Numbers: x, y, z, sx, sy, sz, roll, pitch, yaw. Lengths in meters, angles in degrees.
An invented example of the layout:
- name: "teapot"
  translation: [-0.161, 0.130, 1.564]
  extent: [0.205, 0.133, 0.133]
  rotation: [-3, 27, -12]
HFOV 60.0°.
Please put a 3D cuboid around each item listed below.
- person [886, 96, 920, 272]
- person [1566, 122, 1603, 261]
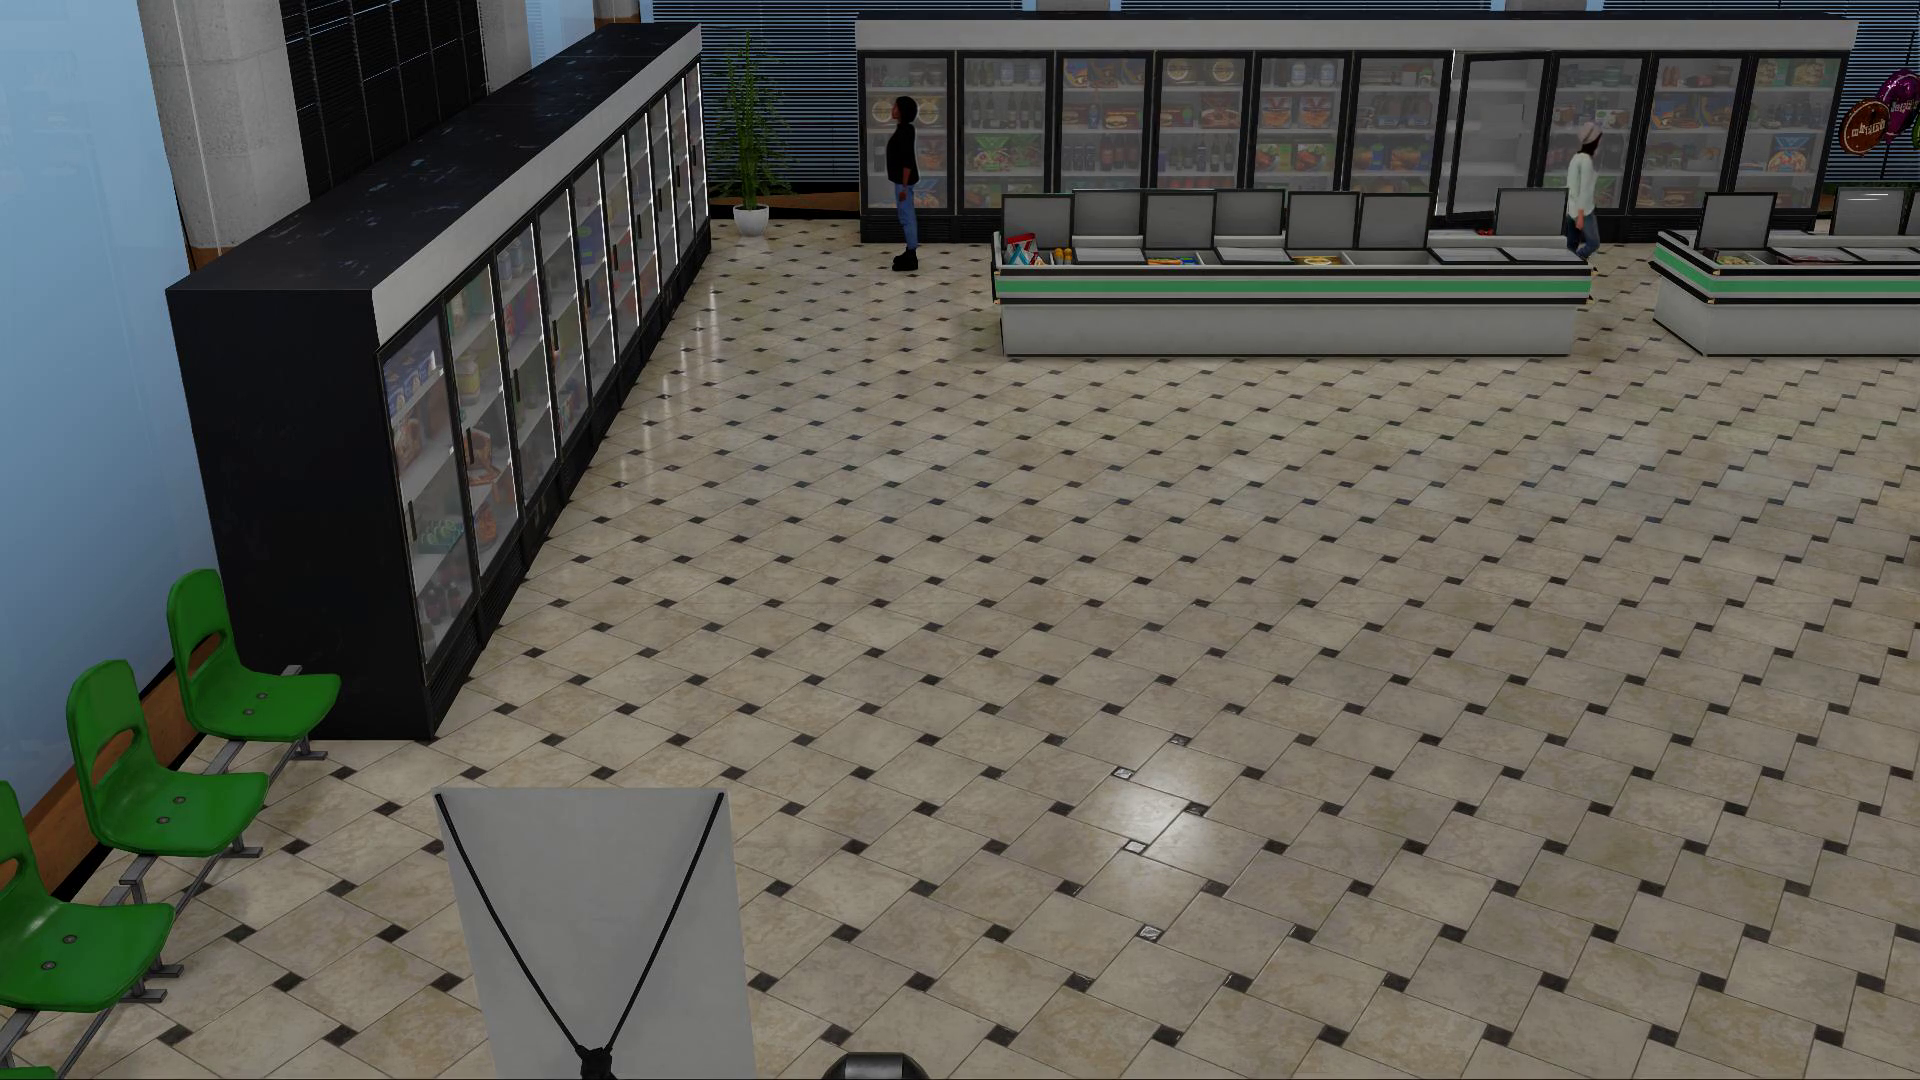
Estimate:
- name: "person"
  translation: [-0.542, -3.549, 16.552]
  extent: [0.530, 1.701, 0.569]
  rotation: [1, 24, 2]
- name: "person"
  translation: [5.708, -3.070, 15.538]
  extent: [0.576, 1.637, 0.594]
  rotation: [1, 24, 3]
